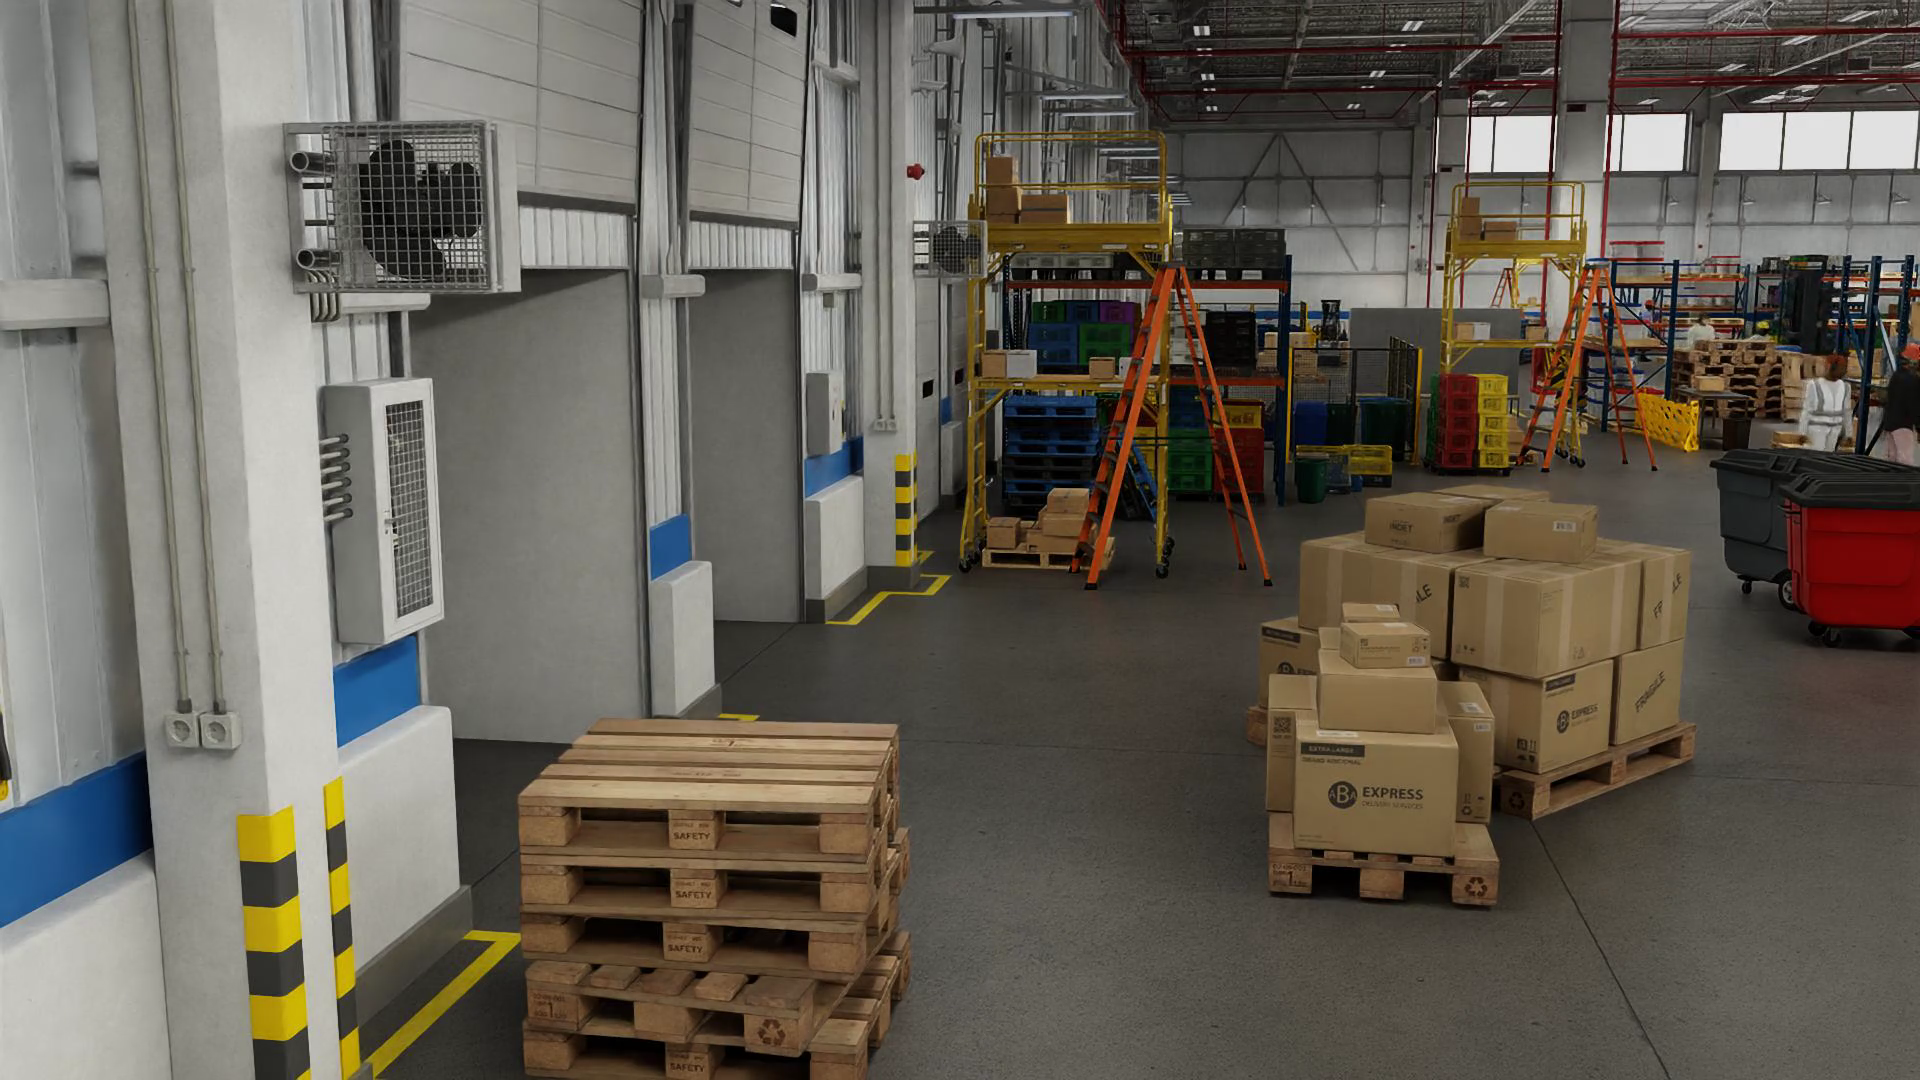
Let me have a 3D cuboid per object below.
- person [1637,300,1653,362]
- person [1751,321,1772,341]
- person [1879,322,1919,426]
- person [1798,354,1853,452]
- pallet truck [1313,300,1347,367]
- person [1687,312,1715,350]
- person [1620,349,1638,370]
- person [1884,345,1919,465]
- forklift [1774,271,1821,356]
[{"bbox_3d":[21.434,-6.520,51.989,0.392,1.907,0.589,1,9,9],"label":"person"},{"bbox_3d":[17.843,-4.020,37.100,0.496,1.730,0.442,-1,9,-7],"label":"person"},{"bbox_3d":[17.106,-3.023,30.307,0.632,1.940,0.372,5,10,27],"label":"person"},{"bbox_3d":[10.276,-1.256,19.690,0.624,1.858,0.546,-1,9,-9],"label":"person"},{"bbox_3d":[11.159,-6.200,49.718,0.823,1.965,1.885,4,10,26],"label":"pallet truck"},{"bbox_3d":[16.943,-4.226,37.883,0.636,1.888,1.003,-3,10,-16],"label":"person"},{"bbox_3d":[15.037,-4.125,37.543,0.517,1.807,0.955,-6,11,-33],"label":"person"},{"bbox_3d":[11.178,-1.317,19.698,0.507,1.971,0.837,2,9,10],"label":"person"},{"bbox_3d":[19.468,-4.812,38.445,1.873,2.768,1.129,1,9,9],"label":"forklift"}]
